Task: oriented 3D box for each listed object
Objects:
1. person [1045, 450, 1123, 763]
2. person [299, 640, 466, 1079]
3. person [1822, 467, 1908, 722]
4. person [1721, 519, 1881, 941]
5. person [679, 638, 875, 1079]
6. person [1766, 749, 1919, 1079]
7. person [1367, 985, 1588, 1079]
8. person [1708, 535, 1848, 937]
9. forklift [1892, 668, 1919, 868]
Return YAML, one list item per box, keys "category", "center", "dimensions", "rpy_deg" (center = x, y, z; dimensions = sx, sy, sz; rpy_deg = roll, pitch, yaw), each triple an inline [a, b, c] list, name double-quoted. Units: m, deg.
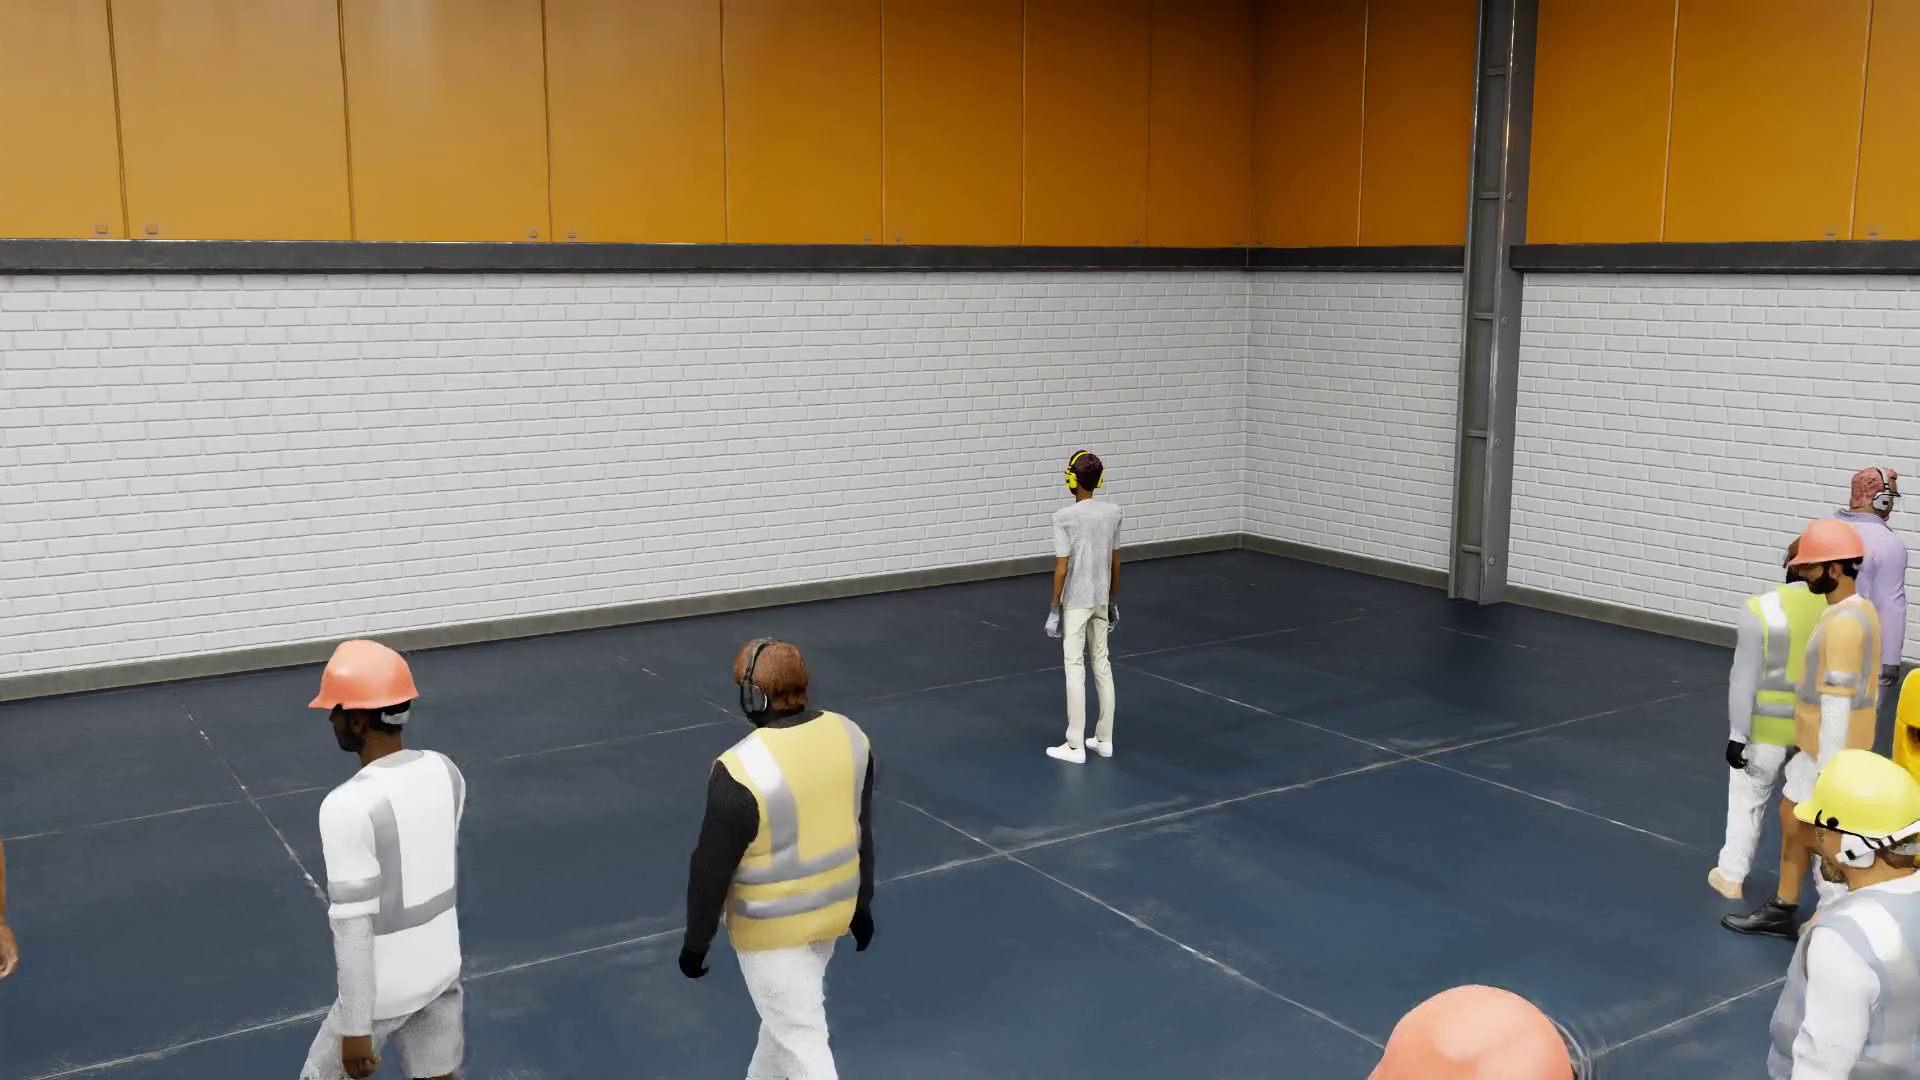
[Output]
- category: "person"
  center: [0.734, 0.396, 9.934]
  dimensions: [0.509, 1.872, 0.329]
  rpy_deg: [-6, 11, -33]
- category: "person"
  center: [-1.697, 1.228, 4.770]
  dimensions: [0.684, 1.915, 0.581]
  rpy_deg: [3, 10, 20]
- category: "person"
  center: [4.816, 0.550, 8.928]
  dimensions: [0.403, 1.900, 0.646]
  rpy_deg: [-2, 10, -14]
- category: "person"
  center: [3.753, 0.857, 7.076]
  dimensions: [0.760, 1.903, 0.552]
  rpy_deg: [6, 11, 32]
- category: "person"
  center: [-0.634, 1.194, 5.315]
  dimensions: [0.892, 1.802, 0.643]
  rpy_deg: [7, 12, 37]
- category: "person"
  center: [2.219, 1.404, 4.030]
  dimensions: [0.587, 1.814, 0.498]
  rpy_deg: [-7, 12, -36]
- category: "person"
  center: [0.768, 1.564, 2.562]
  dimensions: [0.716, 1.981, 0.699]
  rpy_deg: [1, 9, 5]
- category: "person"
  center: [3.758, 0.853, 7.439]
  dimensions: [0.640, 1.794, 0.920]
  rpy_deg: [0, 9, -1]
- category: "forklift"
  center: [5.511, 0.571, 7.906]
  dimensions: [2.313, 2.155, 1.214]
  rpy_deg: [-6, 11, -33]
